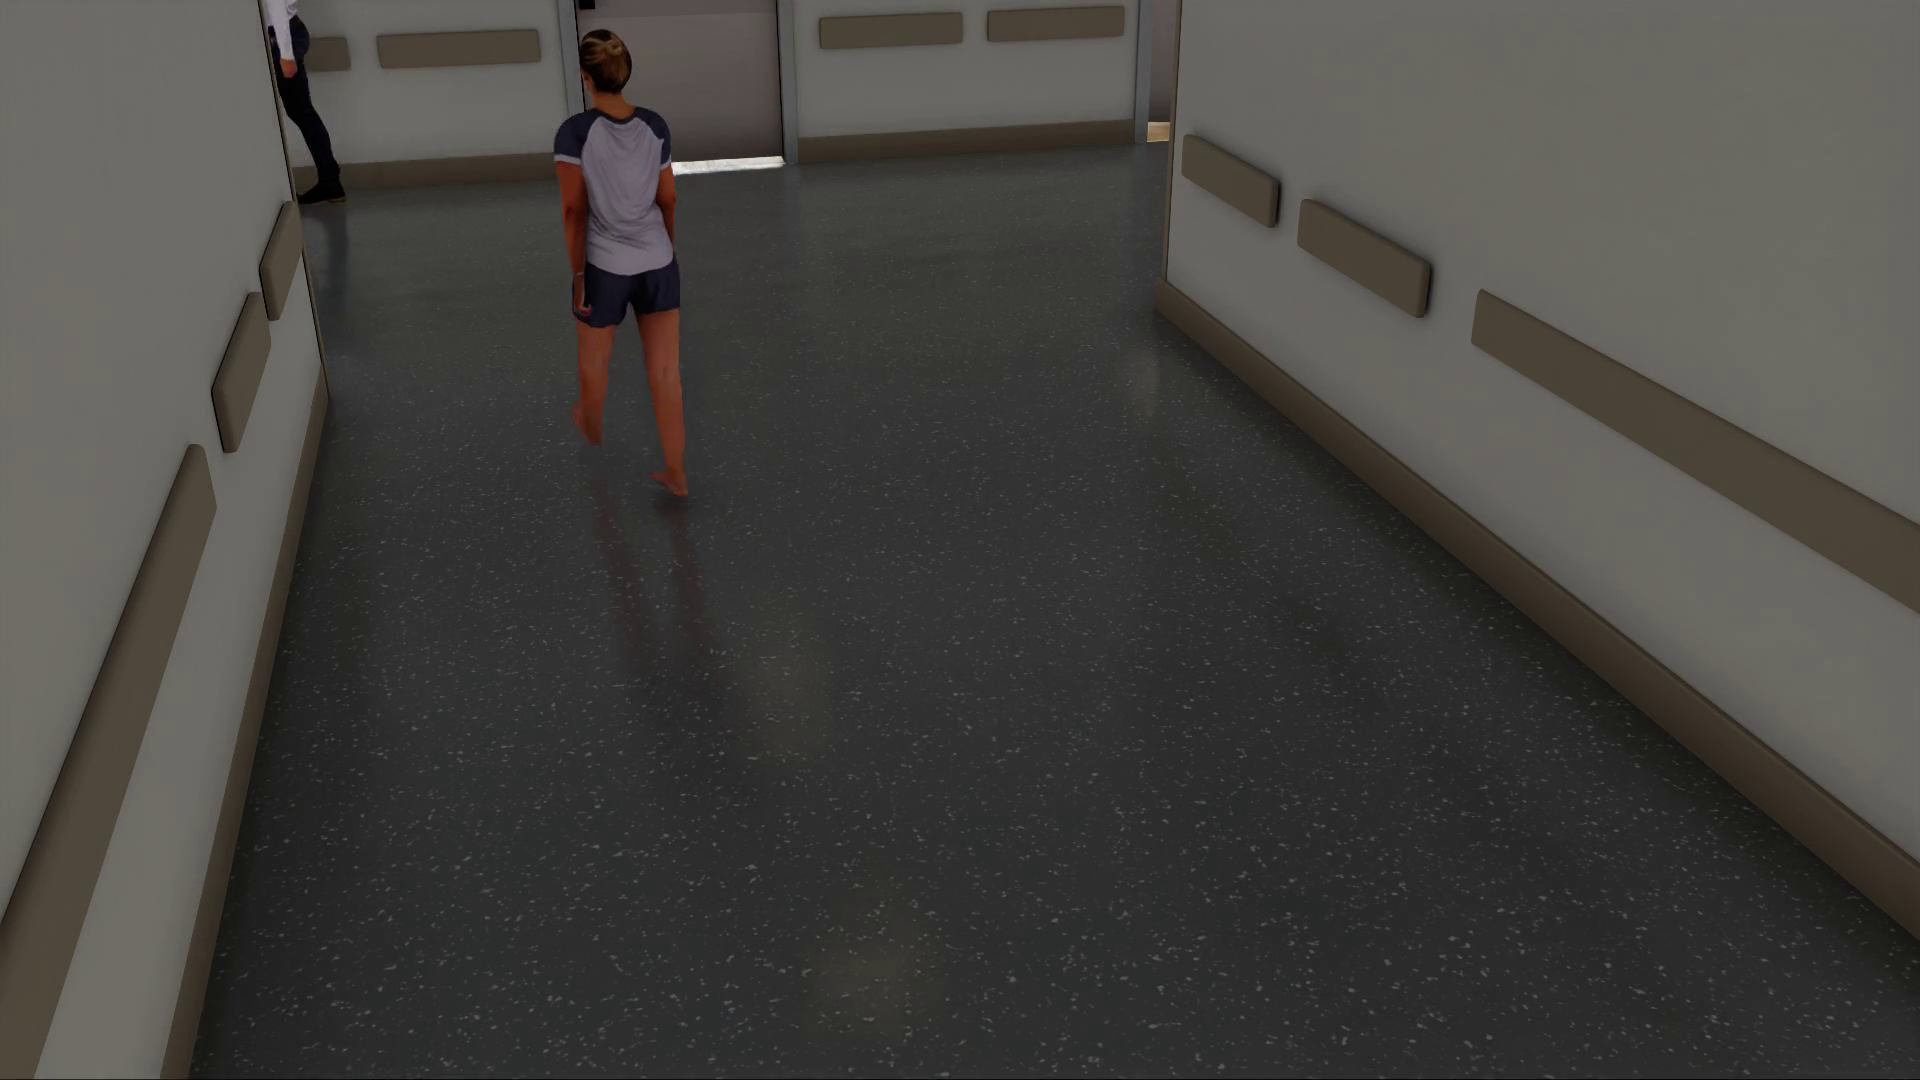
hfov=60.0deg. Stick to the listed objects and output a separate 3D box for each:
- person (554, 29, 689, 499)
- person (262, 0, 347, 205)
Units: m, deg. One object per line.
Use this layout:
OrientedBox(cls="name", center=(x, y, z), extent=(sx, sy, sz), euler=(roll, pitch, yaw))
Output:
OrientedBox(cls="person", center=(-1.121, -0.887, 5.744), extent=(1.002, 1.573, 0.790), euler=(-13, 29, -25))
OrientedBox(cls="person", center=(-3.743, -2.797, 9.390), extent=(0.820, 1.847, 0.632), euler=(-7, 27, -14))
